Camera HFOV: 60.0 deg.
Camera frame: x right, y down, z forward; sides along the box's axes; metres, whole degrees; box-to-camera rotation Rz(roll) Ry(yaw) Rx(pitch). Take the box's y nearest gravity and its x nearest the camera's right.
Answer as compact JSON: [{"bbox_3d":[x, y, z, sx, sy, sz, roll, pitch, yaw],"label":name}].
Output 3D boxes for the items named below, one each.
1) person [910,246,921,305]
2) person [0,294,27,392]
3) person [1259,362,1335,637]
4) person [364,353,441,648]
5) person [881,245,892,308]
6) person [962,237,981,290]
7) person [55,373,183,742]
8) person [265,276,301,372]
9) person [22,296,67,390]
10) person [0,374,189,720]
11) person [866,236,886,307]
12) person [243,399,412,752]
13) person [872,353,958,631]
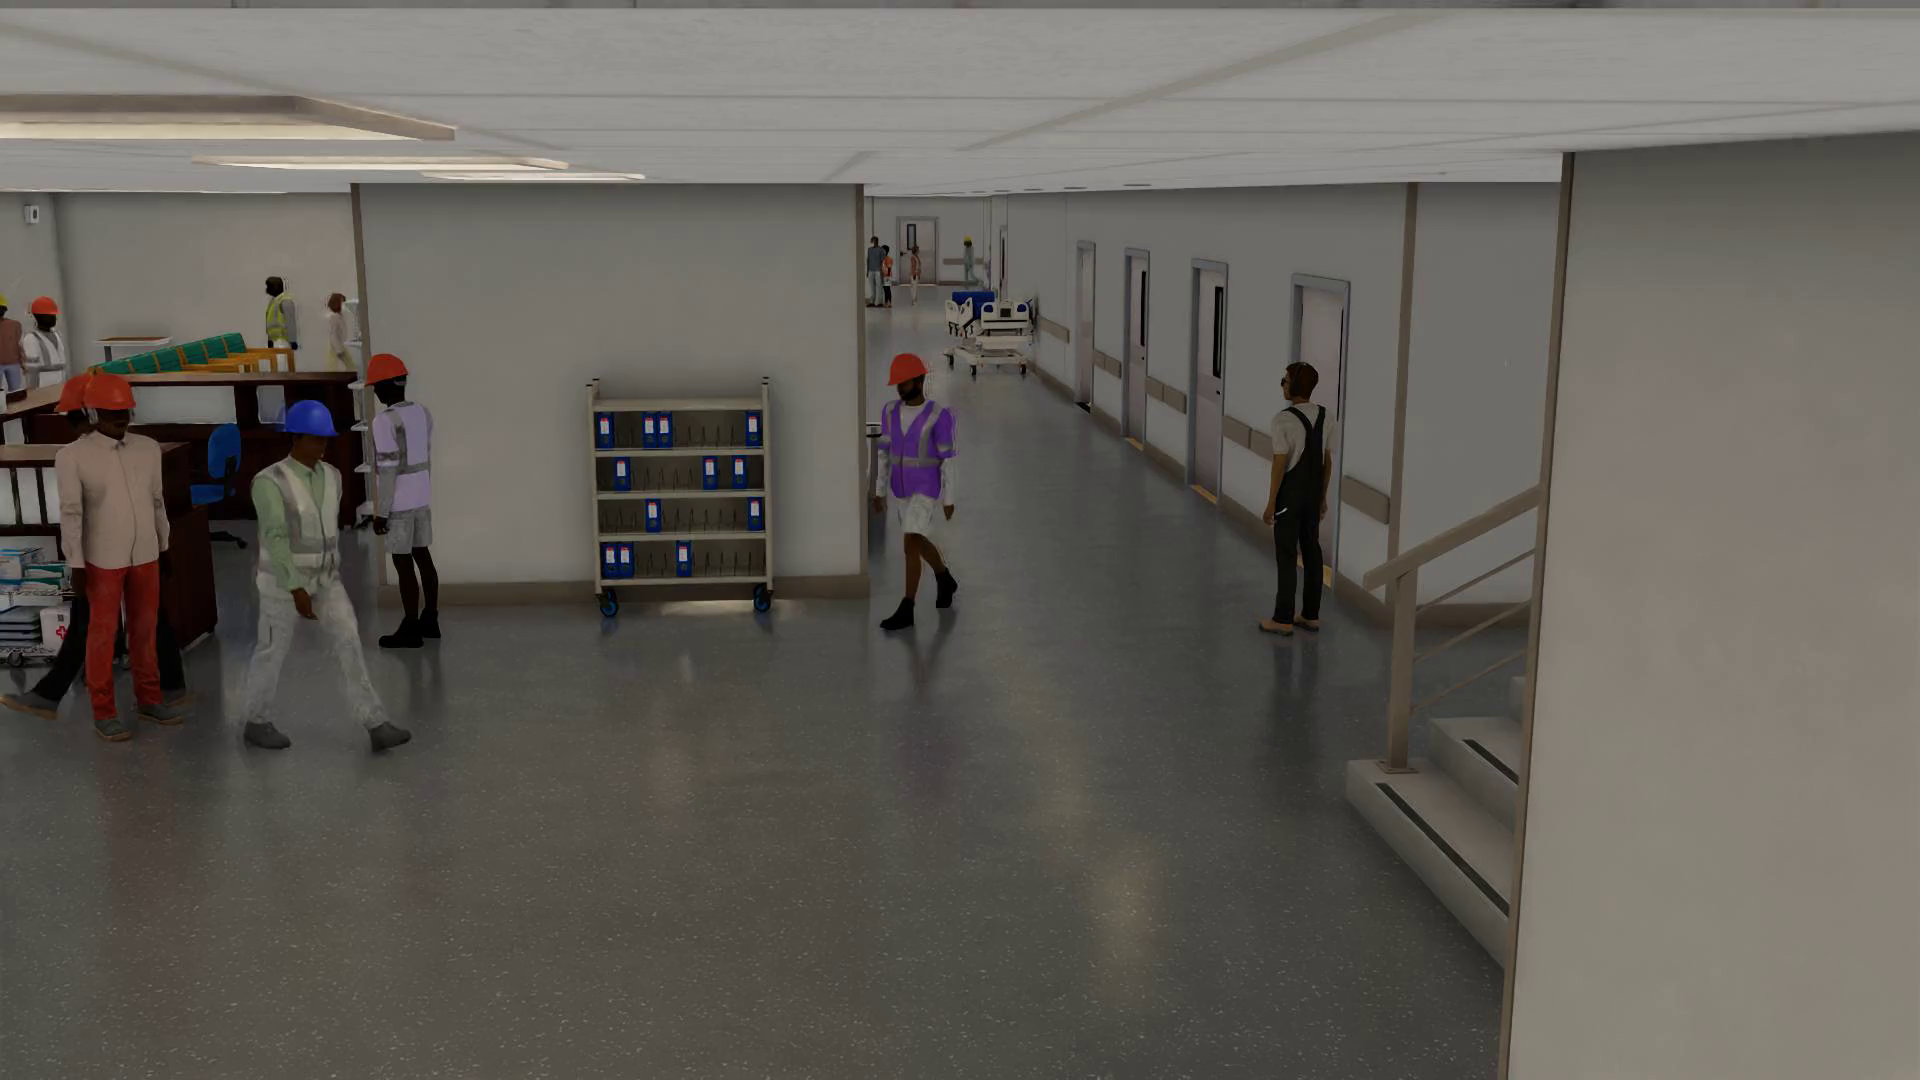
[{"bbox_3d":[-1.242,-7.379,46.394,0.308,1.645,0.515,2,12,10],"label":"person"},{"bbox_3d":[-11.882,-2.176,20.667,0.304,1.772,0.525,10,15,39],"label":"person"},{"bbox_3d":[2.263,-0.274,11.174,0.514,1.845,0.338,-6,13,-29],"label":"person"},{"bbox_3d":[-3.662,-0.254,10.876,0.372,1.929,0.543,3,12,14],"label":"person"},{"bbox_3d":[-2.024,-7.187,45.327,0.316,1.696,0.541,-5,12,-22],"label":"person"},{"bbox_3d":[0.341,-8.974,53.972,0.579,1.725,0.493,-8,14,-35],"label":"person"},{"bbox_3d":[-4.564,0.083,9.066,0.396,1.992,0.623,6,13,28],"label":"person"},{"bbox_3d":[-9.996,-2.918,24.216,0.914,1.799,0.638,-9,15,-37],"label":"person"},{"bbox_3d":[-9.673,-1.609,17.543,0.711,1.919,0.546,1,12,4],"label":"person"},{"bbox_3d":[-4.840,0.070,9.235,0.636,1.945,1.002,8,14,33],"label":"person"},{"bbox_3d":[-2.297,-7.308,45.340,0.627,1.934,0.370,8,14,35],"label":"person"},{"bbox_3d":[-3.417,0.209,8.716,1.029,1.886,0.610,6,13,26],"label":"person"},{"bbox_3d":[-0.268,-0.373,11.600,0.535,1.891,0.976,9,14,36],"label":"person"}]
